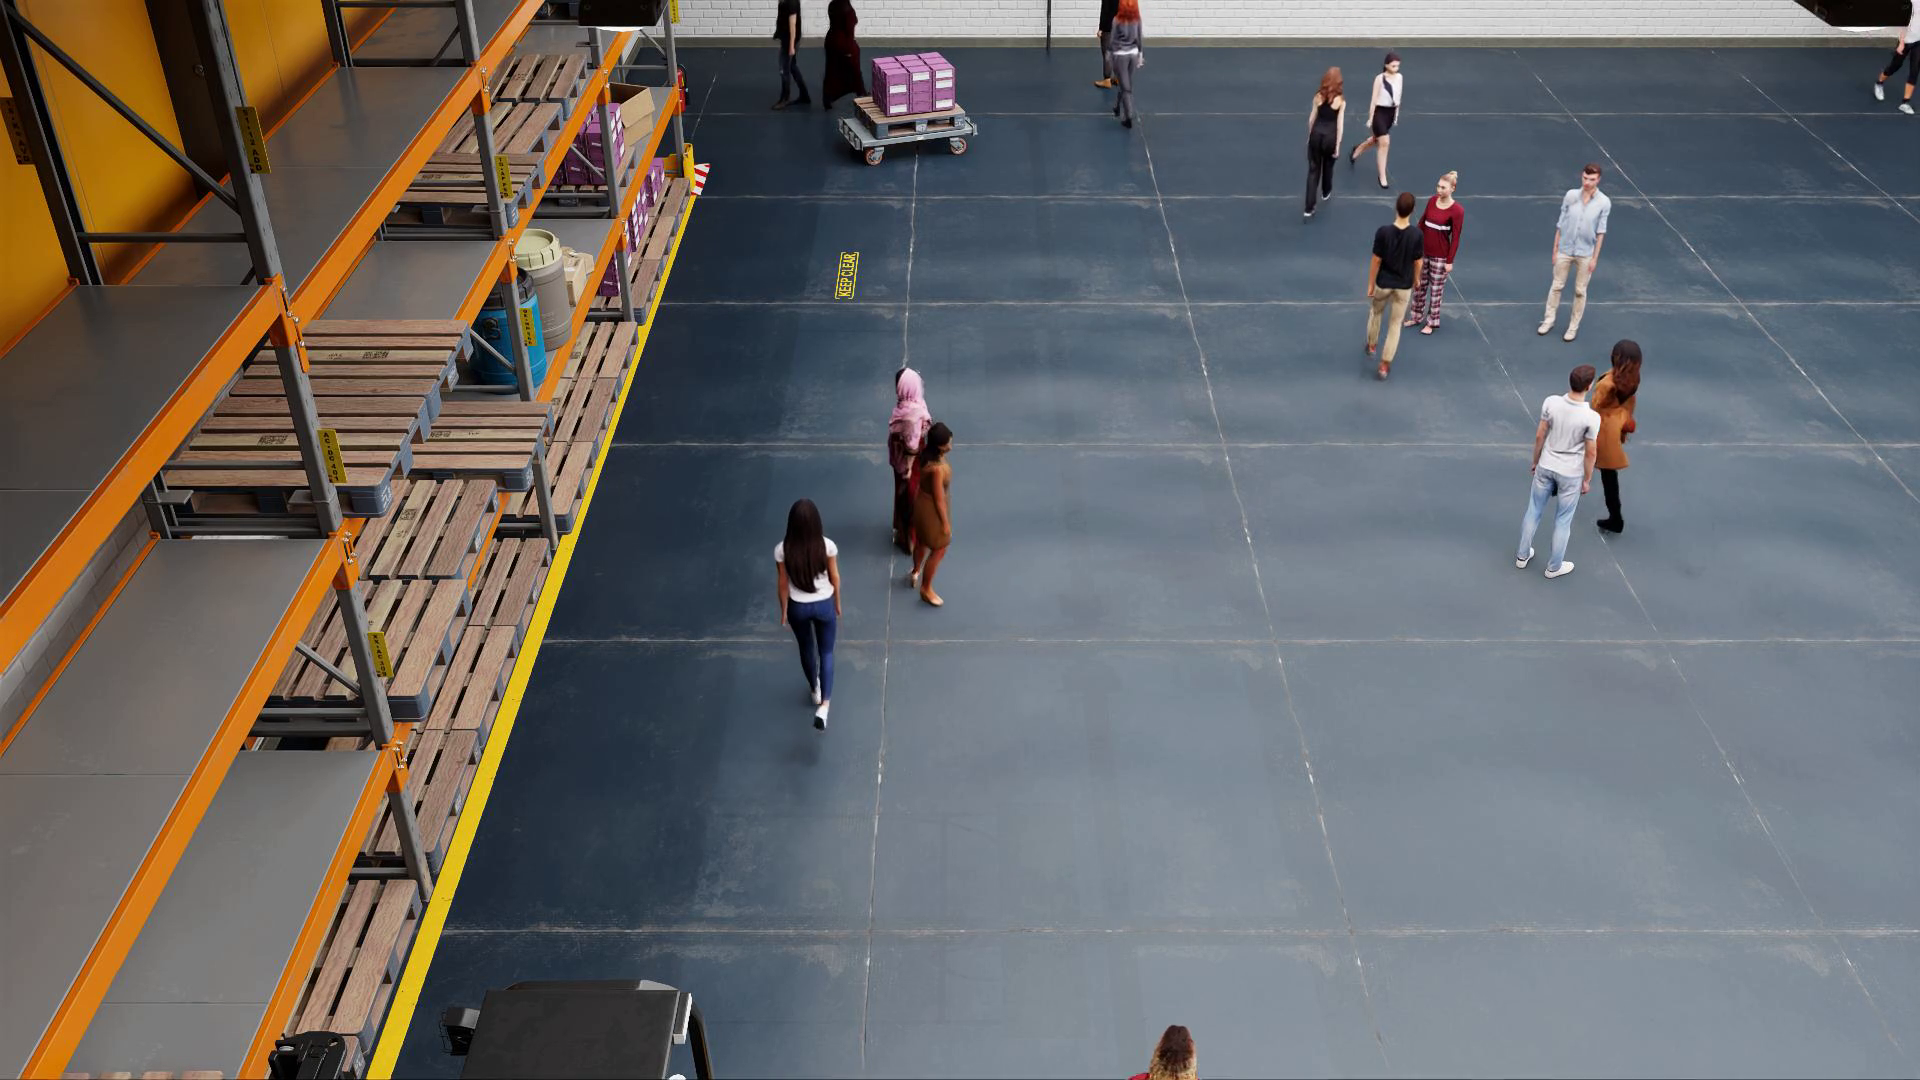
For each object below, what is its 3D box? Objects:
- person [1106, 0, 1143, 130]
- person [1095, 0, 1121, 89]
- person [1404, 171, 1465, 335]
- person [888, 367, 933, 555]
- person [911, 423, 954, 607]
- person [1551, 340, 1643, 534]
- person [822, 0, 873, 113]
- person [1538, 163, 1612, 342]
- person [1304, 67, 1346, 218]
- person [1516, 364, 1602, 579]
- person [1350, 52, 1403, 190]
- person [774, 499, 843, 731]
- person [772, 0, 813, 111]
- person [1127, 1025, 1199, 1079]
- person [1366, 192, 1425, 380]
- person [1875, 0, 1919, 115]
[{"bbox_3d":[2.211,-6.291,21.928,0.773,1.749,0.981,-12,35,-17],"label":"person"},{"bbox_3d":[2.153,-7.238,23.374,0.732,1.725,0.774,-26,41,-33],"label":"person"},{"bbox_3d":[4.828,-2.922,16.907,0.737,1.696,0.660,-26,42,-33],"label":"person"},{"bbox_3d":[-0.400,-0.679,13.585,0.708,1.637,0.523,1,34,1],"label":"person"},{"bbox_3d":[-0.241,-0.226,12.887,0.851,1.656,0.549,-12,36,-18],"label":"person"},{"bbox_3d":[5.403,-0.809,13.766,1.131,1.654,1.273,-22,40,-30],"label":"person"},{"bbox_3d":[-1.666,-6.602,22.445,1.069,1.695,1.171,22,39,29],"label":"person"},{"bbox_3d":[6.228,-2.918,16.764,0.718,1.848,0.721,18,37,25],"label":"person"},{"bbox_3d":[4.226,-4.624,19.467,0.906,1.696,1.220,13,36,19],"label":"person"},{"bbox_3d":[4.762,-0.548,13.196,0.713,1.851,0.765,28,42,35],"label":"person"},{"bbox_3d":[5.123,-5.170,20.361,0.879,1.617,1.143,-16,37,-22],"label":"person"},{"bbox_3d":[-1.041,0.556,11.624,0.641,1.752,0.998,-2,34,-4],"label":"person"},{"bbox_3d":[-2.265,-6.777,22.548,0.928,1.871,0.829,-3,34,-4],"label":"person"},{"bbox_3d":[0.981,3.034,8.051,0.613,1.581,1.057,0,34,0],"label":"person"},{"bbox_3d":[4.179,-2.410,16.016,0.803,1.829,1.009,9,35,13],"label":"person"},{"bbox_3d":[12.923,-6.815,22.645,0.658,1.828,1.179,0,34,0],"label":"person"}]
